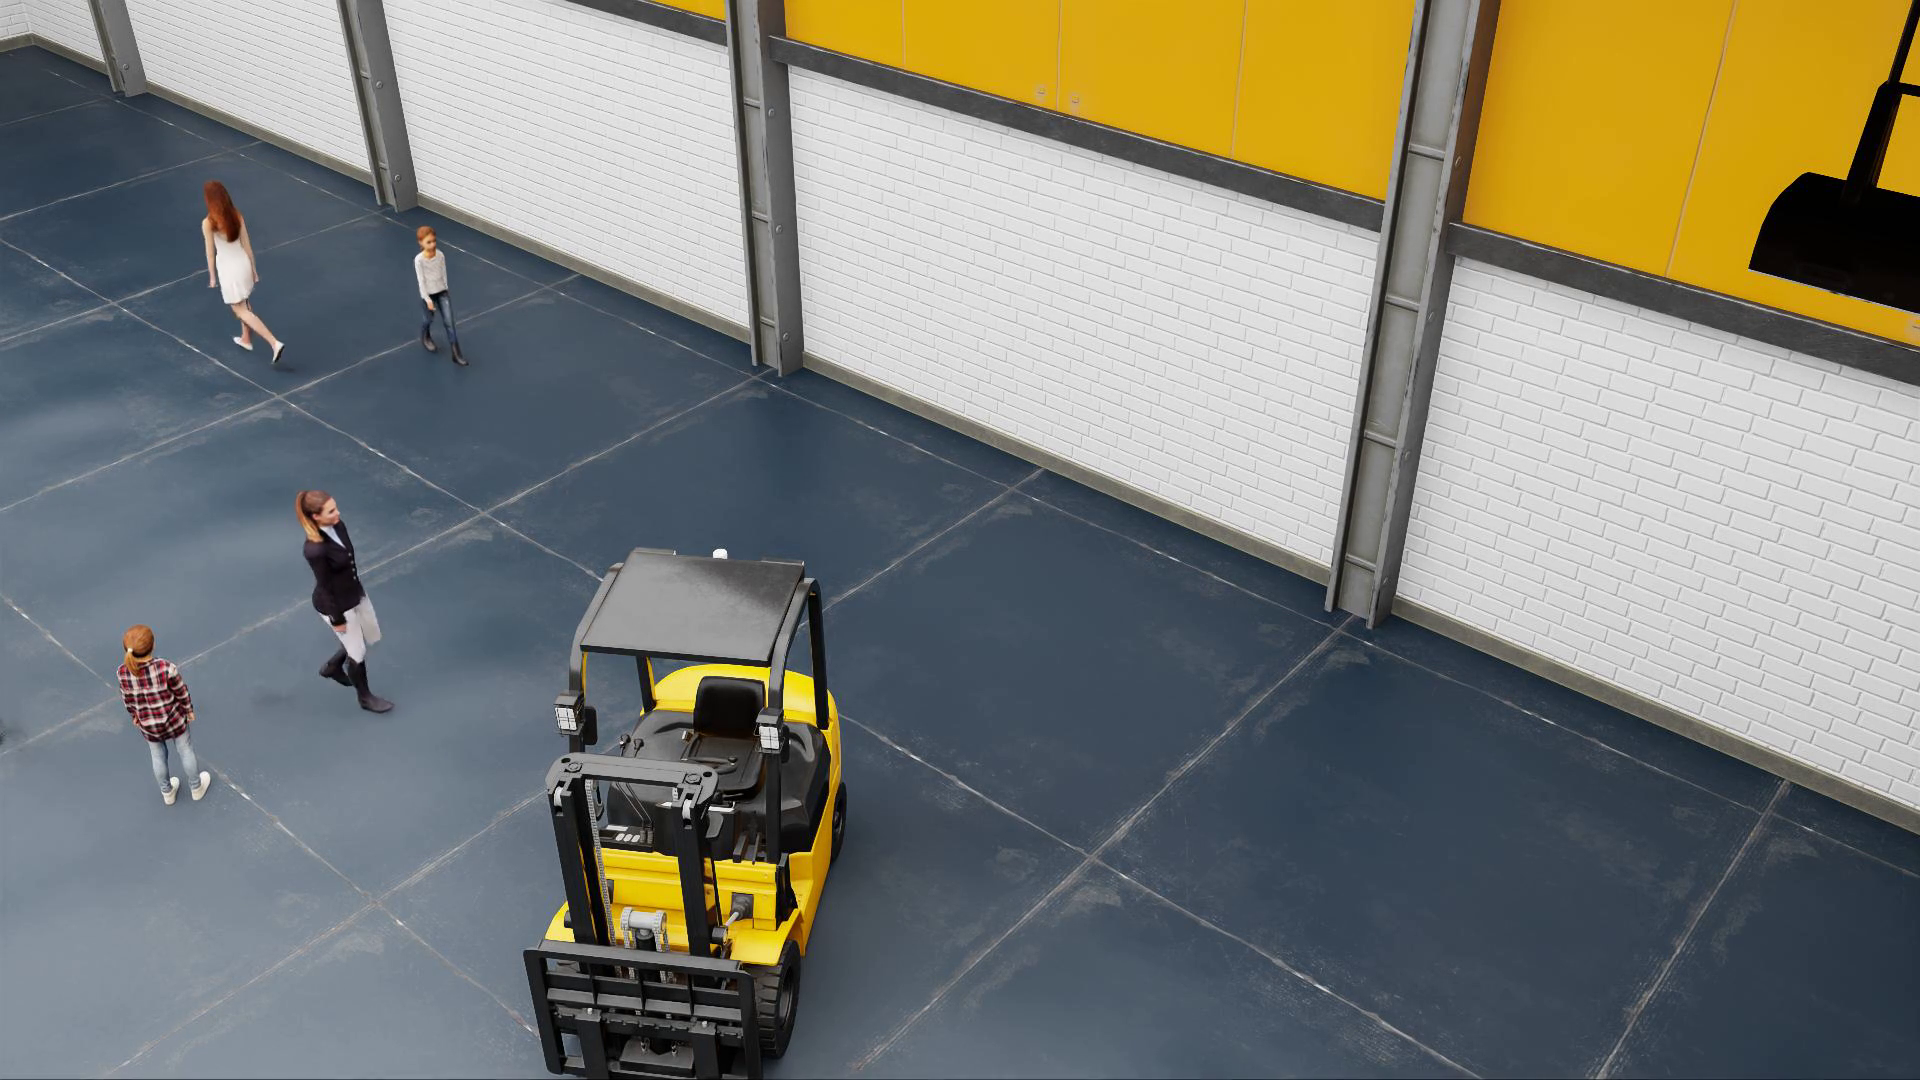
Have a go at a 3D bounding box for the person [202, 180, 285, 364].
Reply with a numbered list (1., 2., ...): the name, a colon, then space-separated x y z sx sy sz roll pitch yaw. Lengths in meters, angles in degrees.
1. person: -6.497 -2.391 15.020 1.104 1.688 0.624 21 39 28

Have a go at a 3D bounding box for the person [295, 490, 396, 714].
1. person: -4.083 0.422 10.761 0.874 1.717 0.790 4 34 6

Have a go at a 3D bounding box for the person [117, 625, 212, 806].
1. person: -4.885 1.068 10.161 0.617 1.306 0.668 -5 34 -8

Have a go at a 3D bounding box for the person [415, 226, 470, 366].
1. person: -4.833 -2.241 15.156 0.543 1.287 0.955 -27 42 -34
